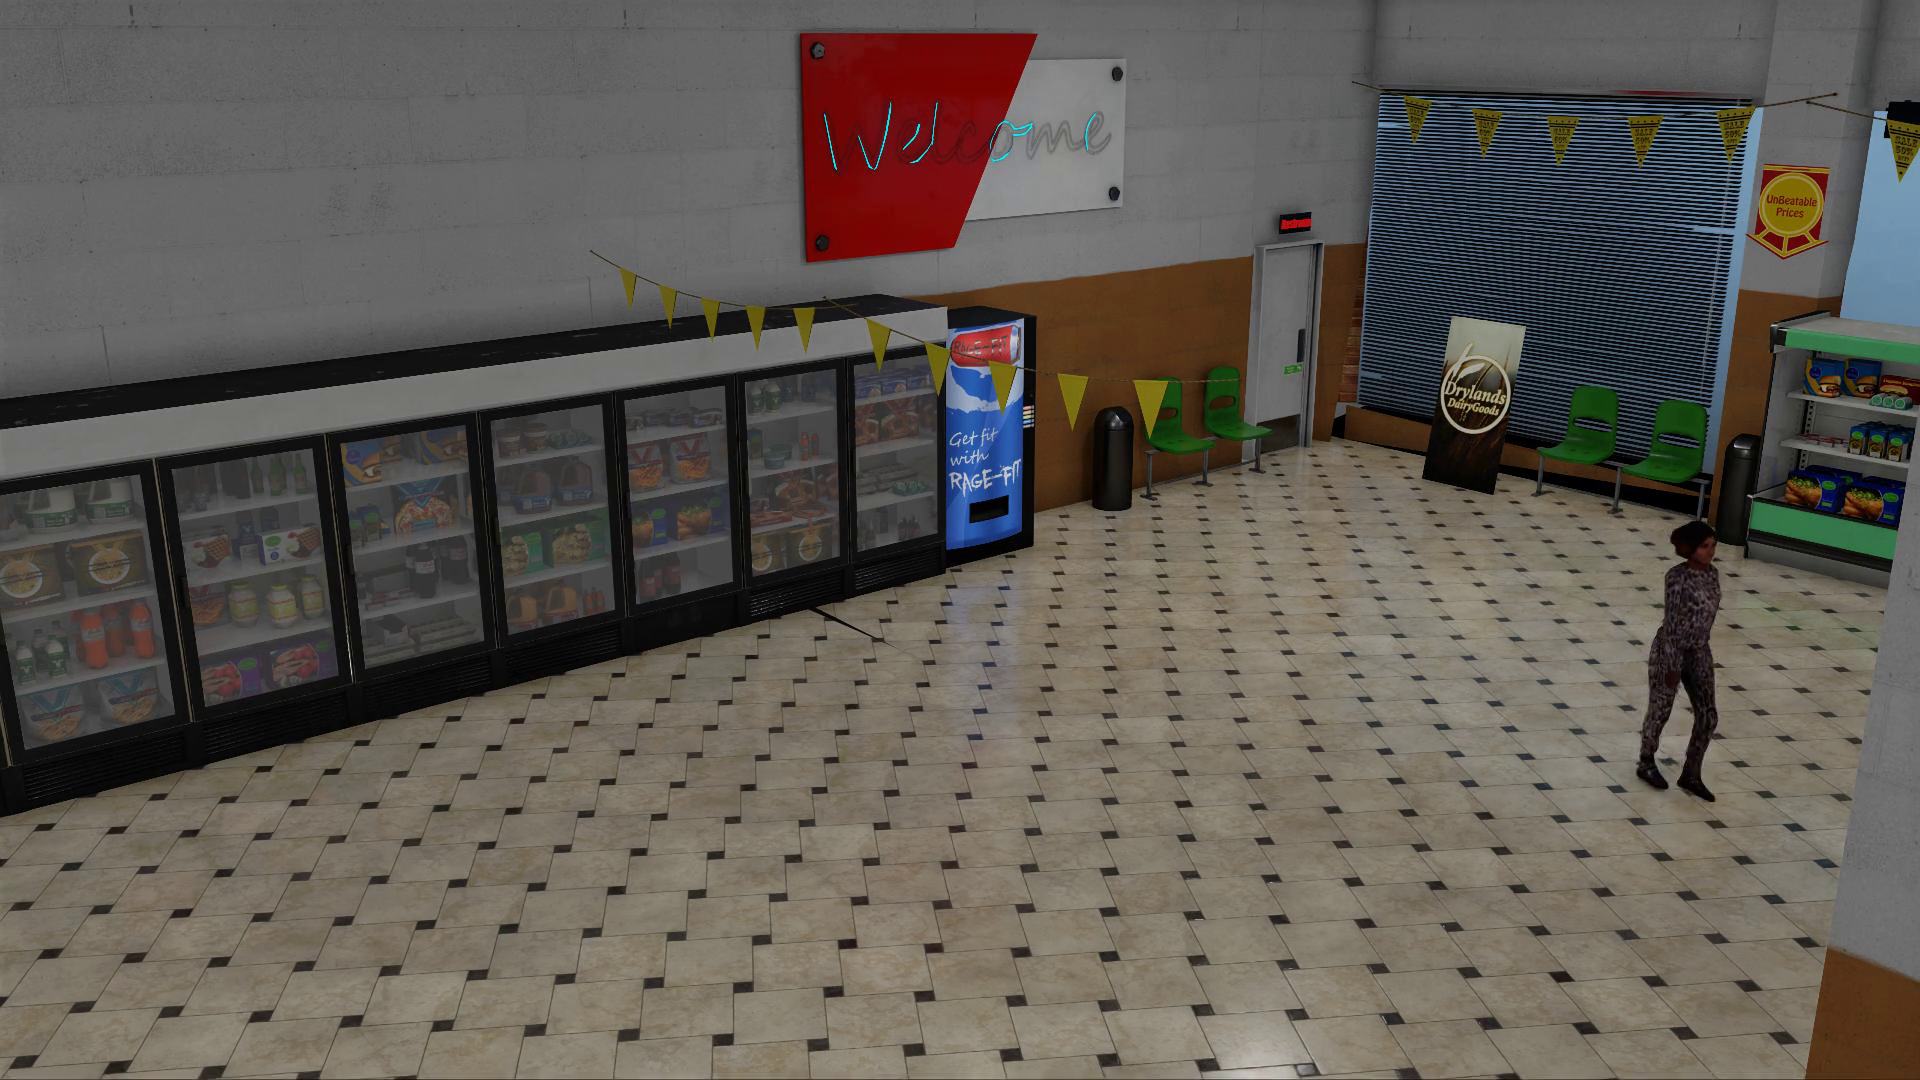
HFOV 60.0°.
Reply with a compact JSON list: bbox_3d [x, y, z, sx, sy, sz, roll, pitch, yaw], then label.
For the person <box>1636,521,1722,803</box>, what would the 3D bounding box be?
[{"bbox_3d":[4.273,0.694,10.006,0.728,1.697,0.845,-4,17,-14],"label":"person"}]
